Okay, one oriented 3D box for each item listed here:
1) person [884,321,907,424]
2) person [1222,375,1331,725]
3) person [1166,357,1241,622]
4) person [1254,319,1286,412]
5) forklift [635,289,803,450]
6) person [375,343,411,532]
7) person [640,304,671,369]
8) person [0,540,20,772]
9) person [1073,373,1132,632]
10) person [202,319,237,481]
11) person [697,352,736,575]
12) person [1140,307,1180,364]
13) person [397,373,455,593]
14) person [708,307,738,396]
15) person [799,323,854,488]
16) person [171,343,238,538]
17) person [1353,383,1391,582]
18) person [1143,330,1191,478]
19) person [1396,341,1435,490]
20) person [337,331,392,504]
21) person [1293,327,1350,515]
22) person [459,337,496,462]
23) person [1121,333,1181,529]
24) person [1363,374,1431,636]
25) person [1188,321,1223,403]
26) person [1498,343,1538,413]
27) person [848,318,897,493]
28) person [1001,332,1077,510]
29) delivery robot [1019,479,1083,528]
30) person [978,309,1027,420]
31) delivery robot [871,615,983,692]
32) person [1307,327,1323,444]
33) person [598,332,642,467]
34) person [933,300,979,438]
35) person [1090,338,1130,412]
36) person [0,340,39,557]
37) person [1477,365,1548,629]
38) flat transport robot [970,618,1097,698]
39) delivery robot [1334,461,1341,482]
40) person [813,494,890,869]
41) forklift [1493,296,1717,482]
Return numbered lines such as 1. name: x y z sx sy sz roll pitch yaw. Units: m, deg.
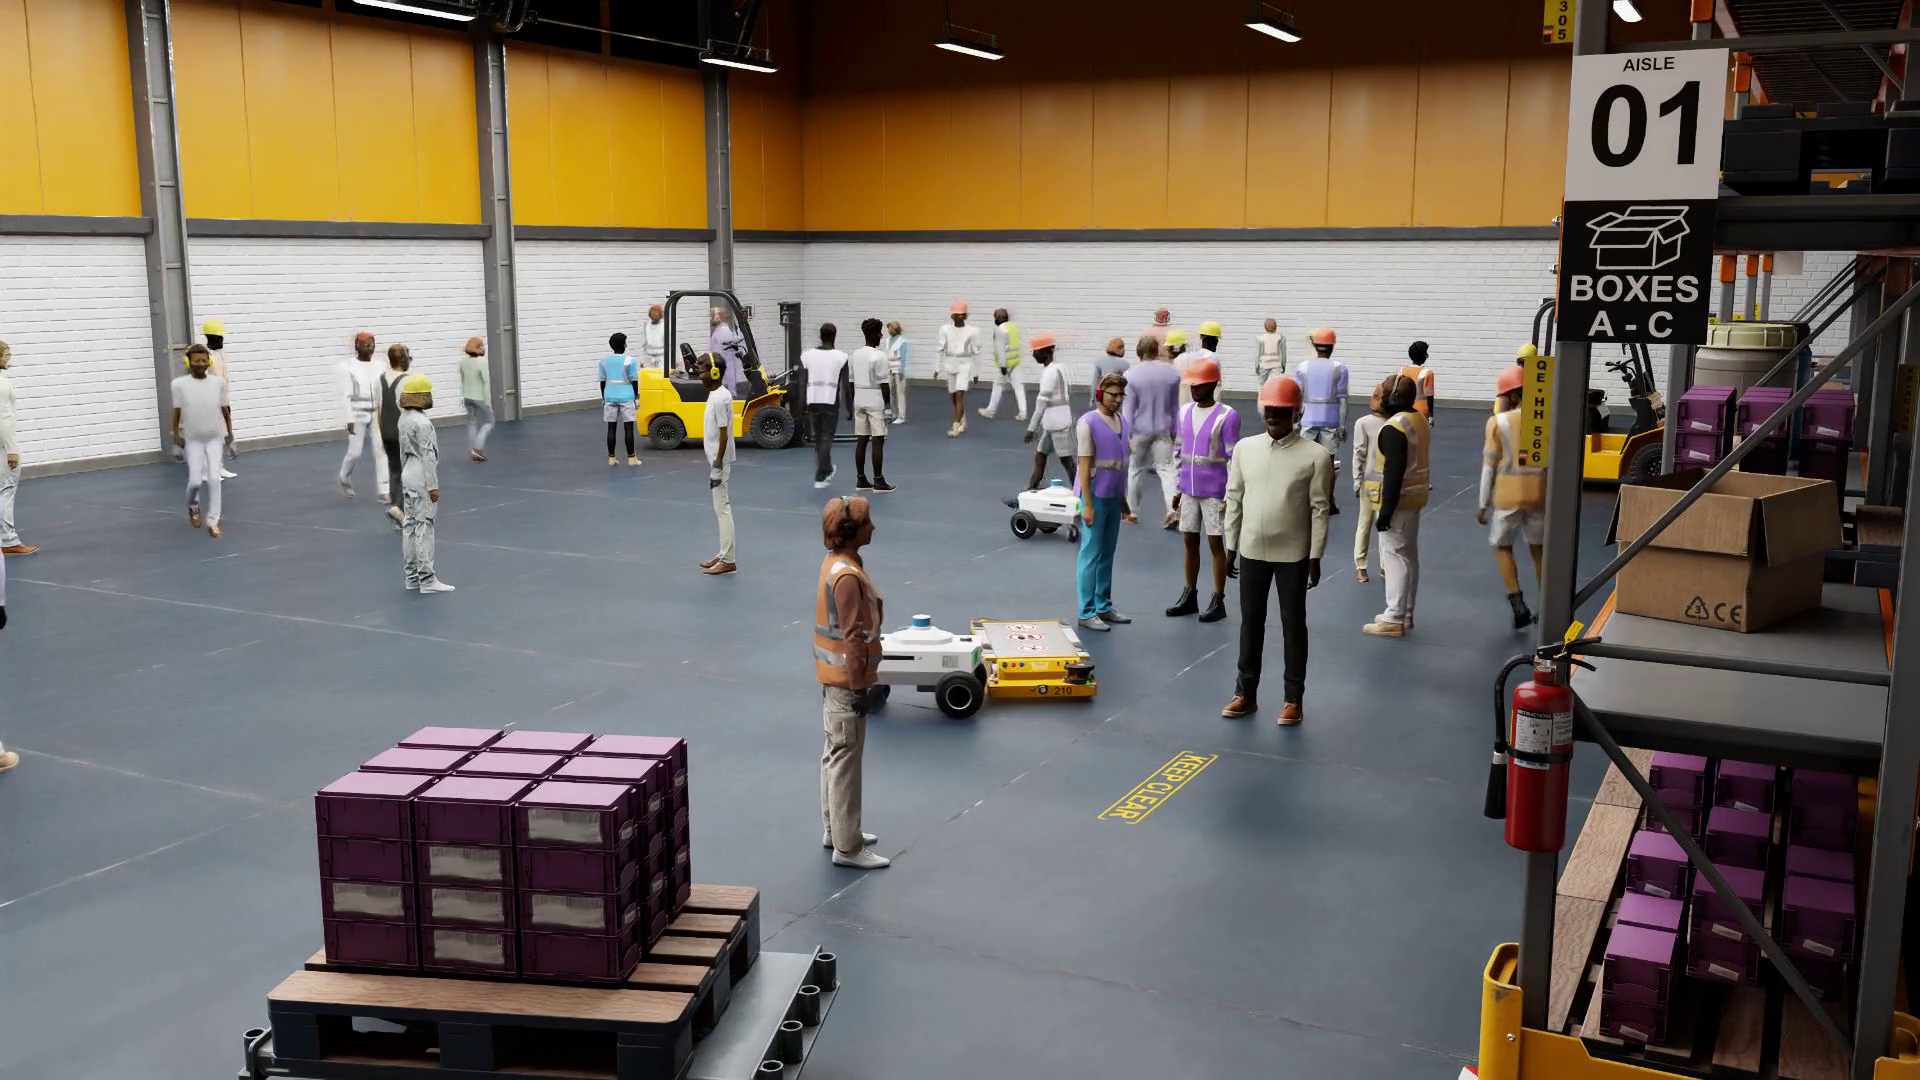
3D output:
1. person: -1.064 -2.615 26.053 0.525 1.617 0.547 -9 13 -43
2. person: 1.801 0.057 9.530 0.612 1.997 0.376 5 11 29
3. person: 1.764 -0.366 12.155 0.552 1.933 0.372 9 14 44
4. person: 5.128 -2.847 27.497 0.519 1.600 0.845 2 10 10
5. forklift: -3.358 -2.392 23.136 2.313 2.155 1.214 -1 10 -5
6. person: -5.380 -0.964 15.931 0.523 1.832 0.466 3 10 17
7. person: -5.068 -3.056 28.012 0.584 1.841 0.944 2 10 14
8. person: -5.186 0.315 8.484 0.626 1.843 0.430 -1 10 -6
9. person: 1.020 -0.282 11.947 0.389 1.838 0.563 7 12 35
10. person: -8.795 -1.647 19.647 0.429 1.913 0.589 1 10 8
11. person: -2.046 -0.640 13.951 0.329 1.865 0.507 -2 10 -9
12. person: 2.930 -2.429 24.182 0.641 1.909 0.409 2 10 12
13. person: -4.266 -0.451 13.206 0.297 1.744 0.487 -9 13 -41
14. person: -3.653 -2.509 24.733 0.895 1.867 0.665 -3 10 -14
15. person: -1.527 -1.566 19.313 0.601 1.867 0.983 3 10 15
16. person: -7.197 -0.953 15.833 0.544 1.848 0.547 -7 12 -35
17. person: 3.457 -0.473 13.637 0.507 1.636 0.274 -2 10 -12
18. person: 2.599 -1.593 19.720 0.910 1.772 0.620 5 11 25
19. person: 5.162 -1.409 18.884 0.317 1.695 0.540 -7 12 -35
20. person: -6.439 -1.324 17.925 0.850 1.860 0.575 9 13 42
21. person: 3.701 -1.215 17.067 0.585 1.934 0.382 3 10 18
22. person: -6.193 -1.797 21.358 0.500 1.621 0.335 5 11 27
23. person: 1.870 -1.056 16.250 0.641 1.936 0.741 -3 10 -15
24. person: 3.070 -0.245 11.725 0.430 1.845 0.624 6 12 32
25. person: 2.788 -1.510 18.799 0.365 1.927 0.587 -4 11 -22
26. person: 5.786 -1.130 17.059 0.530 1.772 0.302 6 12 33
27. person: -0.988 -1.511 18.692 0.604 1.966 0.367 9 13 42
28. person: 0.864 -1.171 16.959 0.966 1.874 0.579 1 10 6
29. delivery robot: 0.911 -0.326 15.641 0.707 0.478 0.477 7 12 36
30. person: 0.704 -2.820 26.791 0.943 1.782 0.663 7 12 36
31. delivery robot: -0.224 0.684 9.795 0.707 0.478 0.477 1 10 4
32. person: 4.484 -1.812 21.041 0.615 1.751 0.566 0 10 -2
33. person: -4.272 -1.758 20.907 0.529 1.694 0.321 2 10 12
34. person: -0.008 -2.535 24.554 0.629 2.007 1.029 3 10 19
35. person: 1.983 -1.850 21.780 0.522 1.569 0.894 7 12 36
36. person: -8.524 -0.817 14.760 0.635 1.936 0.354 9 13 41
37. person: 4.012 -0.281 11.800 0.612 1.891 0.624 0 10 -2
38. flat transport robot: 0.439 0.730 10.620 0.652 0.197 1.431 -1 10 -5
39. delivery robot: 3.800 -0.776 18.247 0.707 0.478 0.477 5 11 29
40. person: -0.490 0.615 7.321 0.309 1.645 0.514 -2 10 -12
41. forklift: 7.296 -1.677 18.993 2.313 2.155 1.214 5 11 27
